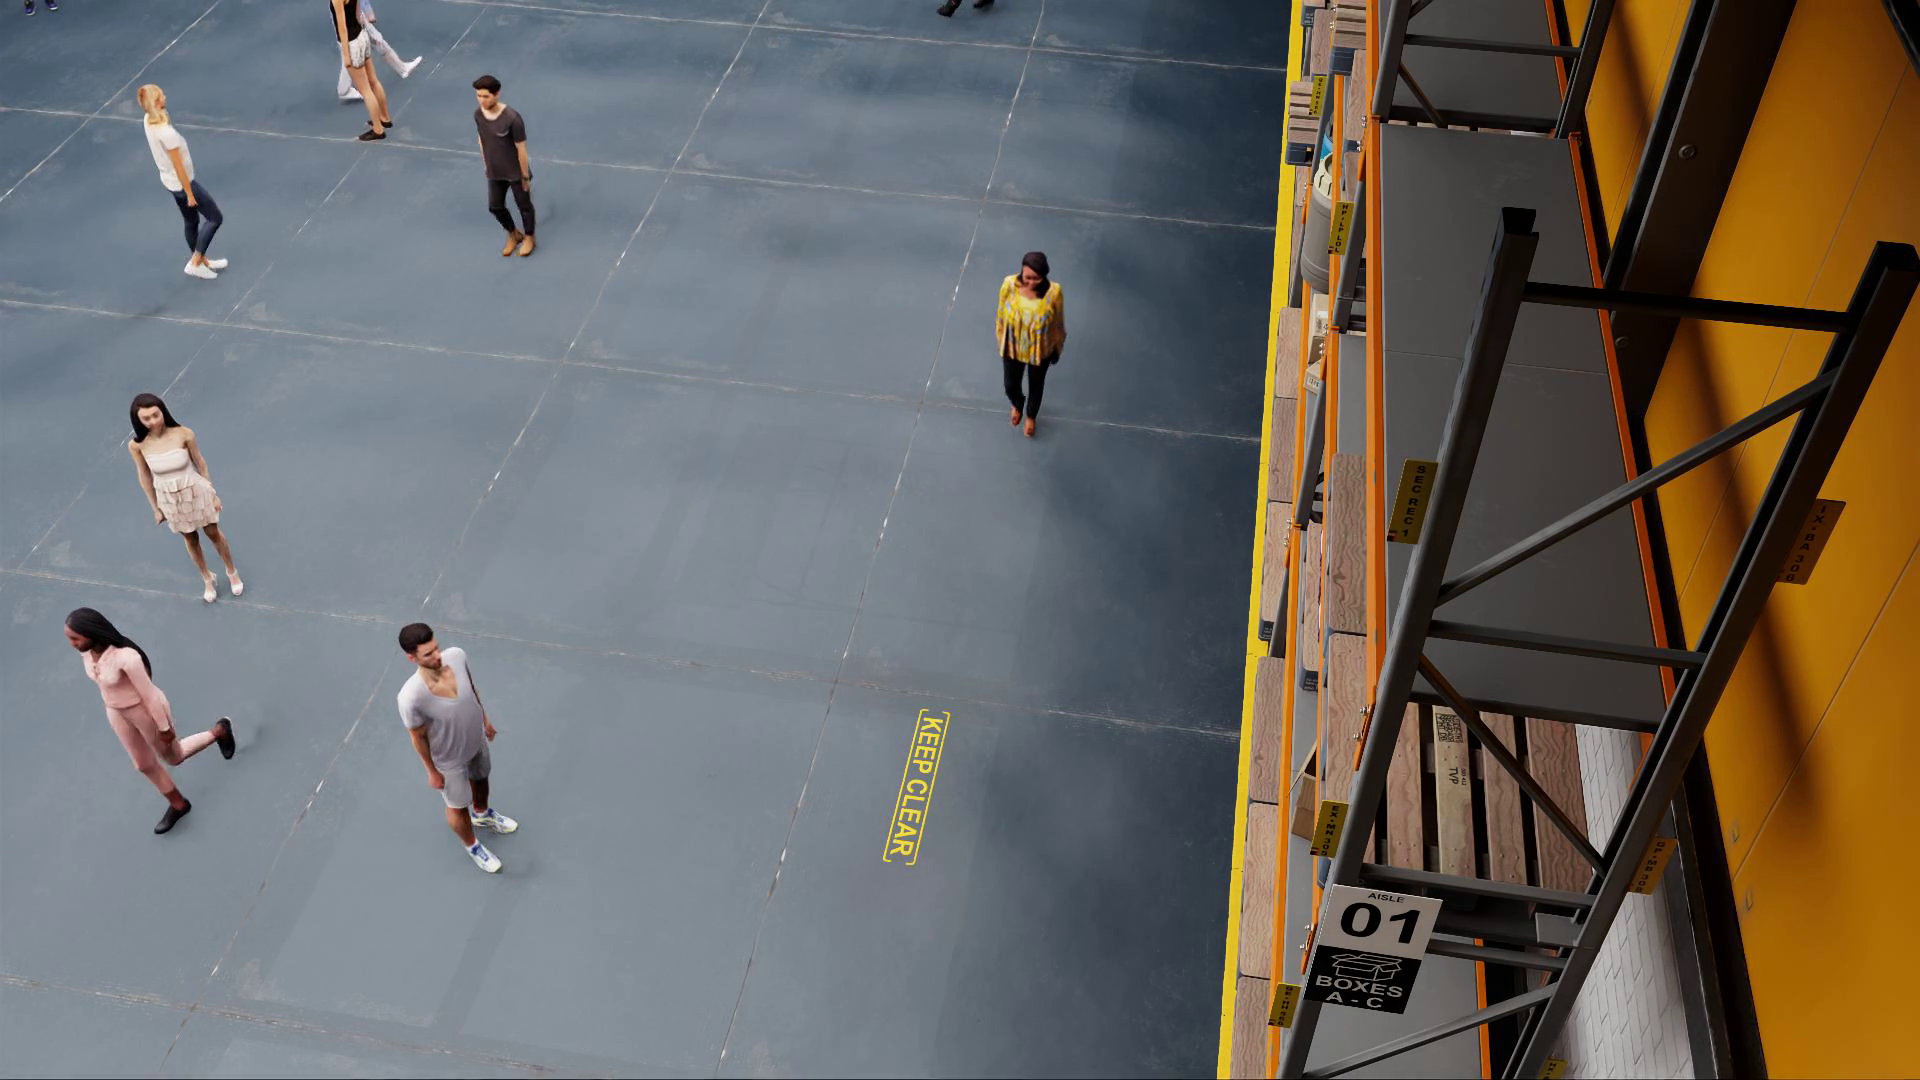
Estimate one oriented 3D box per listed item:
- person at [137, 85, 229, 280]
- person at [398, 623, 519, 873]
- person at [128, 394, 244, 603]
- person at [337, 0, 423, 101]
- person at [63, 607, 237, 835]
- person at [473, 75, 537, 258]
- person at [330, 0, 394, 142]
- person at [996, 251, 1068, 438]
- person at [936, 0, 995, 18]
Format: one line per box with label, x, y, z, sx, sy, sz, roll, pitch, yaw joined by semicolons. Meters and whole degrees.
person;-6.554;-2.914;13.822;0.757;1.797;0.815;31;52;28
person;-2.912;1.142;9.520;0.809;1.858;0.663;18;46;18
person;-5.160;-0.277;11.097;0.660;1.736;0.678;-15;46;-15
person;-5.989;-5.118;16.102;1.188;1.842;1.170;-22;48;-22
person;-4.771;0.973;9.812;0.765;1.700;1.032;15;46;16
person;-3.841;-3.236;14.227;0.671;1.703;0.612;13;45;13
person;-5.681;-4.663;15.624;0.671;1.843;0.473;2;44;2
person;0.525;-1.504;12.451;0.707;1.645;0.729;5;44;5
person;0.195;-6.400;17.540;1.151;1.715;1.039;-30;51;-28
